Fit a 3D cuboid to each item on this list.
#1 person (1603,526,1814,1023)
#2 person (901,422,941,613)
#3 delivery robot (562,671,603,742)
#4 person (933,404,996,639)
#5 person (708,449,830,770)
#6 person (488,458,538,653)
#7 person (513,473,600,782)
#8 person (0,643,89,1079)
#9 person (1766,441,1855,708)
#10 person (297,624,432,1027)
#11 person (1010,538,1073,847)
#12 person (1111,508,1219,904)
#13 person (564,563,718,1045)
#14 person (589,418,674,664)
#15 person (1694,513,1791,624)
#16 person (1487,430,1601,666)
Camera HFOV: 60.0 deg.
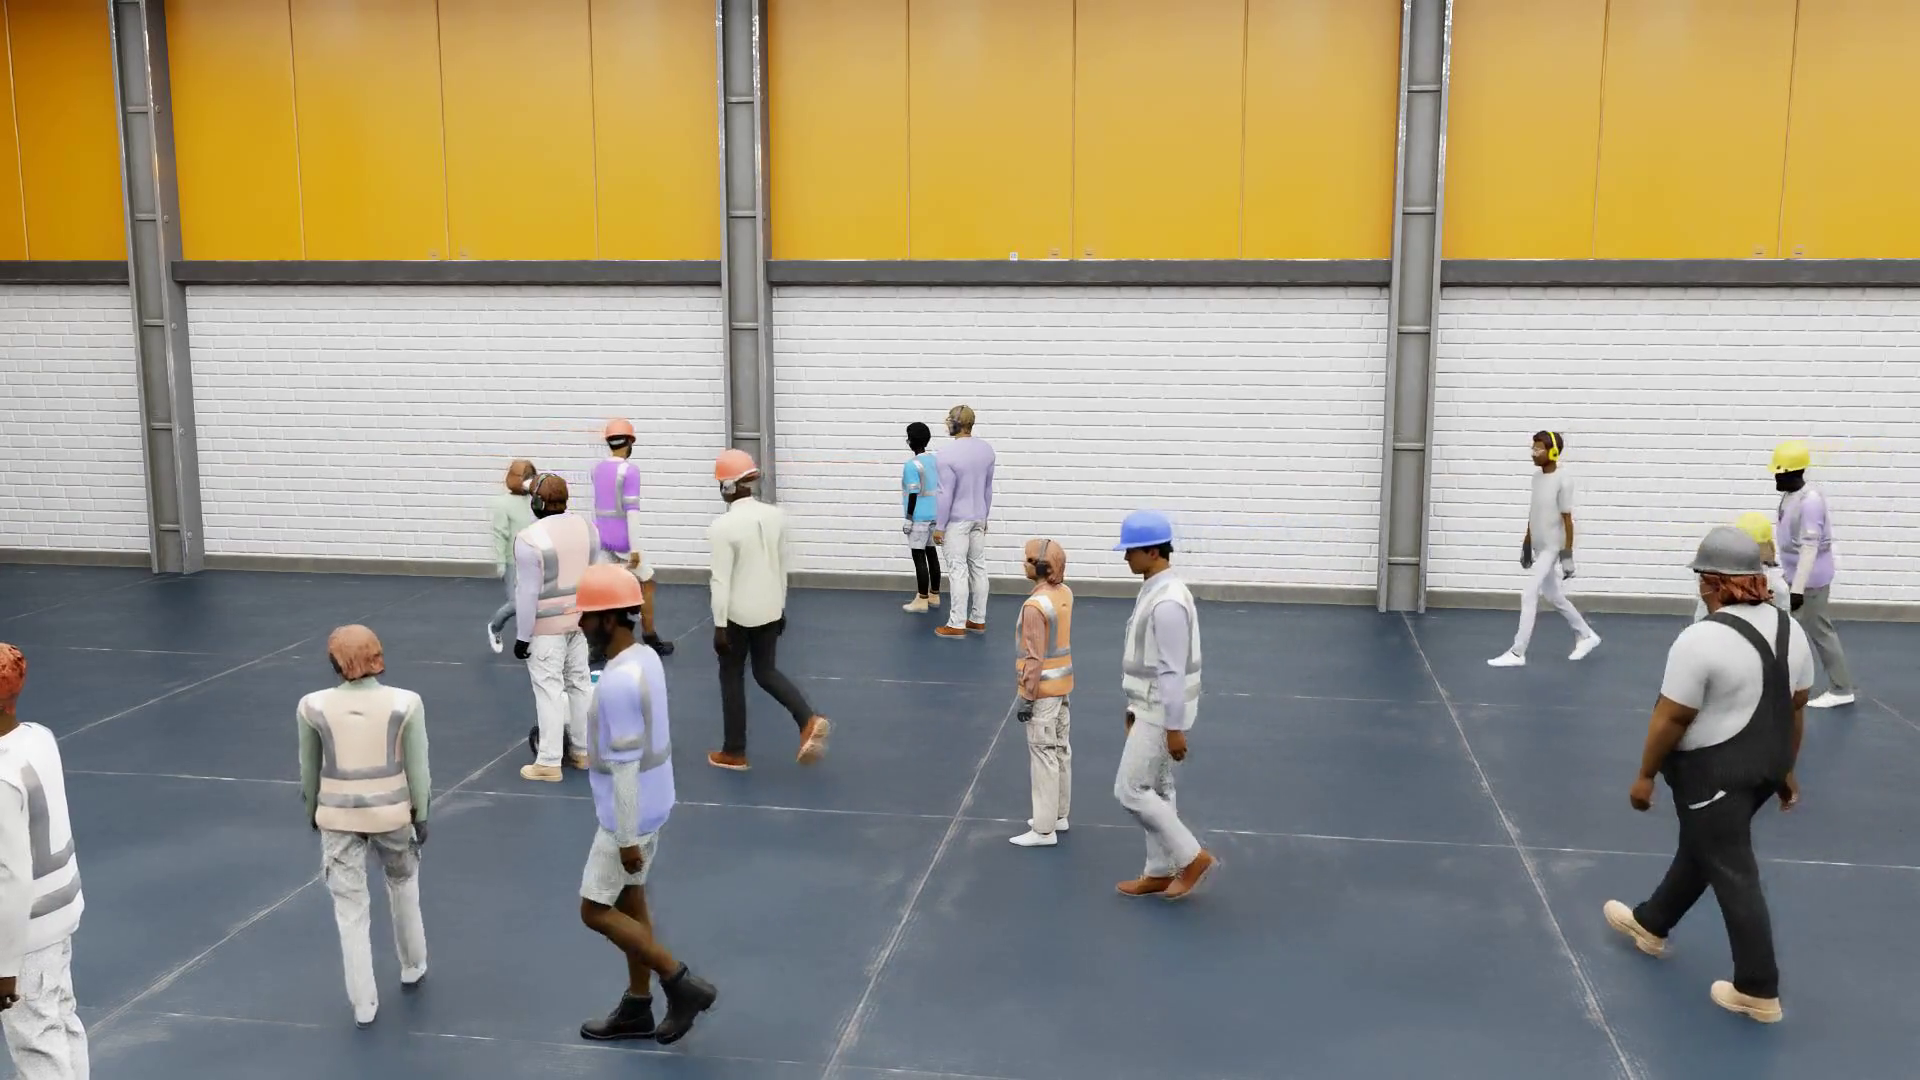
[{"bbox_3d":[3.128,0.896,6.967,0.701,2.000,1.004,-5,11,-29],"label":"person"},{"bbox_3d":[-0.349,-0.205,14.806,0.317,1.698,0.540,5,10,26],"label":"person"},{"bbox_3d":[-2.229,1.053,10.285,0.707,0.478,0.477,4,10,23],"label":"delivery robot"},{"bbox_3d":[0.020,-0.152,13.745,0.372,1.940,0.630,8,12,42],"label":"person"},{"bbox_3d":[-1.185,0.442,9.990,0.741,1.973,0.637,7,11,35],"label":"person"},{"bbox_3d":[-3.383,0.162,12.806,0.615,1.612,0.508,8,12,39],"label":"person"},{"bbox_3d":[-2.432,0.515,9.938,0.429,1.844,0.625,5,11,30],"label":"person"},{"bbox_3d":[-2.990,1.247,5.294,0.354,1.881,0.576,-3,10,-17],"label":"person"},{"bbox_3d":[5.778,0.247,11.493,0.970,1.871,0.615,1,9,5],"label":"person"},{"bbox_3d":[-2.436,1.131,6.852,0.508,1.611,0.676,-3,10,-16],"label":"person"},{"bbox_3d":[0.448,0.799,8.790,0.308,1.645,0.517,4,10,22],"label":"person"},{"bbox_3d":[0.926,0.802,7.904,0.445,1.924,0.586,1,9,5],"label":"person"},{"bbox_3d":[-1.267,1.039,6.462,0.494,1.920,0.542,1,9,3],"label":"person"},{"bbox_3d":[-2.596,0.001,12.957,0.557,1.884,0.821,7,12,37],"label":"person"},{"bbox_3d":[4.395,0.690,9.319,0.935,1.691,0.503,-6,11,-35],"label":"person"},{"bbox_3d":[4.557,0.060,12.786,0.934,1.836,0.535,-1,9,-8],"label":"person"}]
